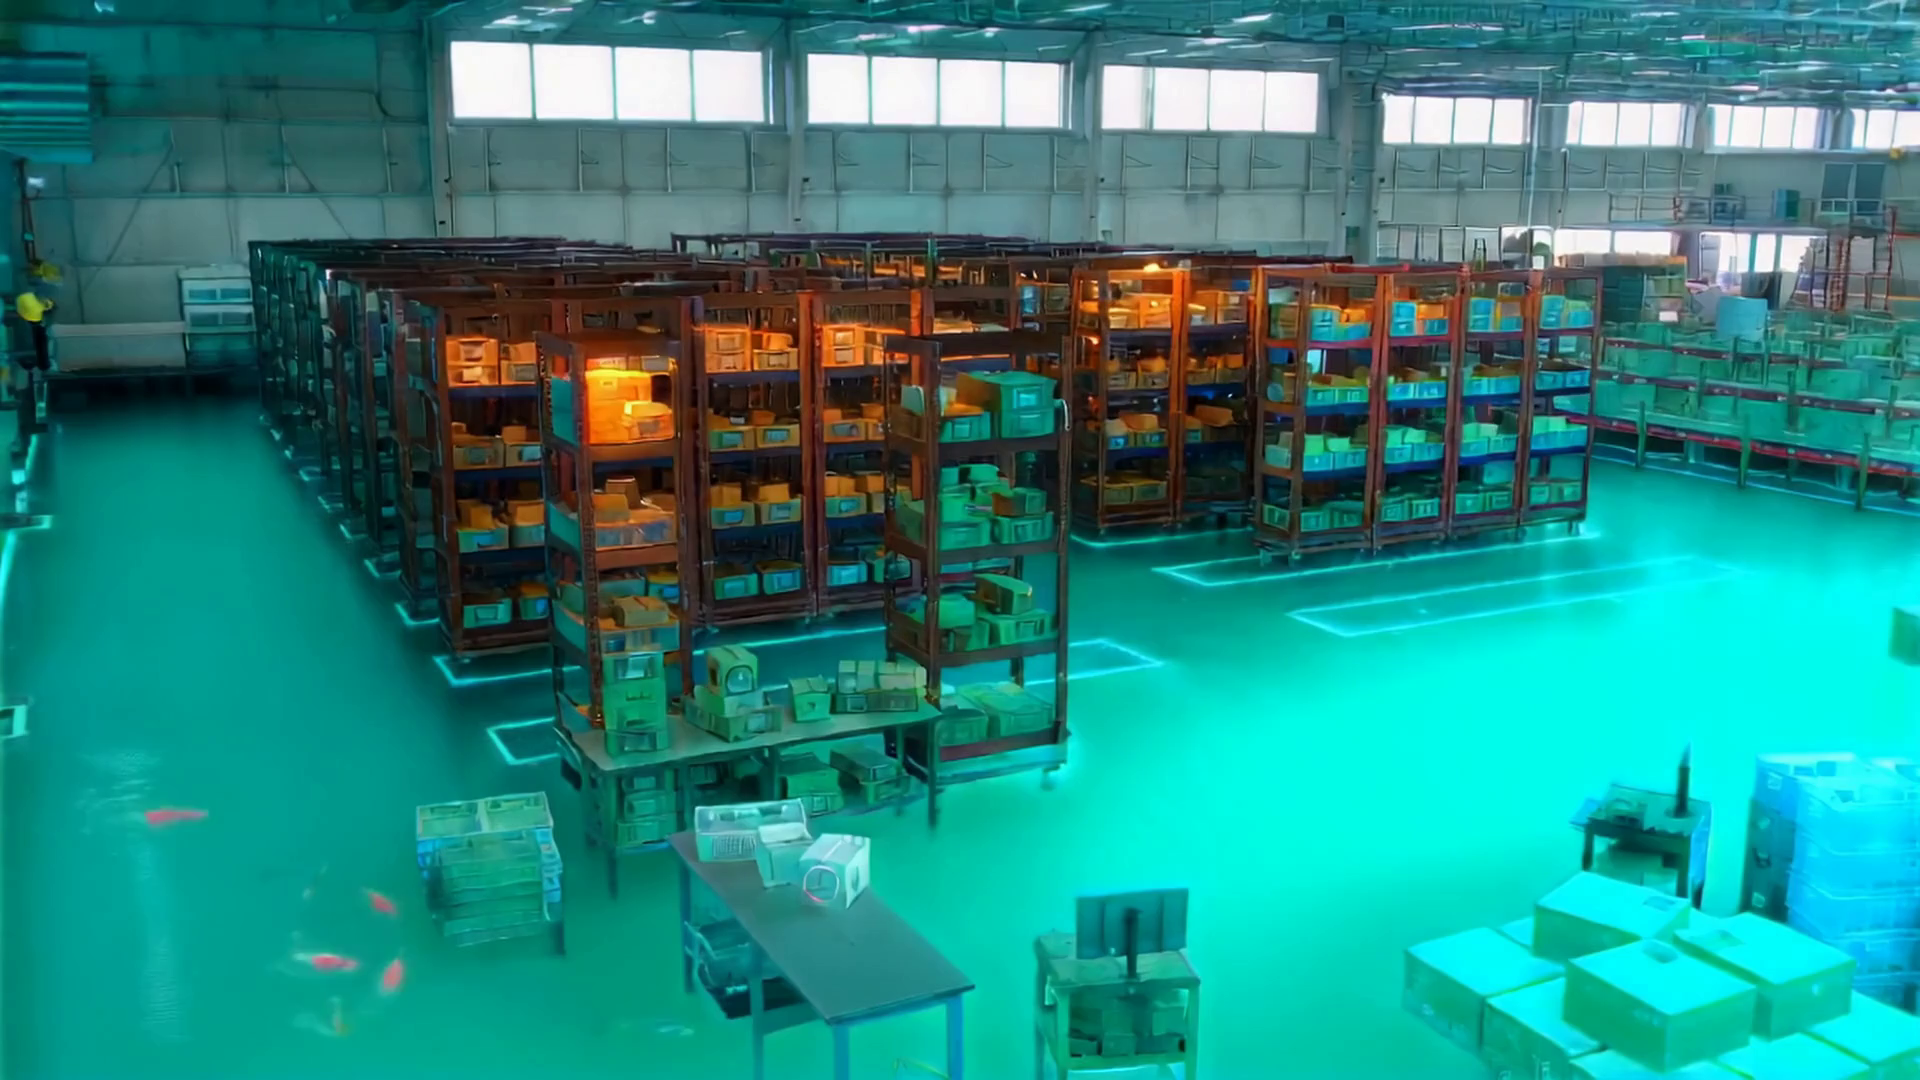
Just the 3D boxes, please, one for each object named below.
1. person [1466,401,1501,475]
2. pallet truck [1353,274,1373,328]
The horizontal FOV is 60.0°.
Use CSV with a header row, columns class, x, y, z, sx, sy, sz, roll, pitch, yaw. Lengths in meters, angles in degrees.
class,x,y,z,sx,sy,sz,roll,pitch,yaw
person,8.625,-1.971,27.260,0.607,1.807,0.710,-11,16,-41
pallet truck,13.011,-8.050,55.243,0.823,1.965,1.885,-7,14,-28
